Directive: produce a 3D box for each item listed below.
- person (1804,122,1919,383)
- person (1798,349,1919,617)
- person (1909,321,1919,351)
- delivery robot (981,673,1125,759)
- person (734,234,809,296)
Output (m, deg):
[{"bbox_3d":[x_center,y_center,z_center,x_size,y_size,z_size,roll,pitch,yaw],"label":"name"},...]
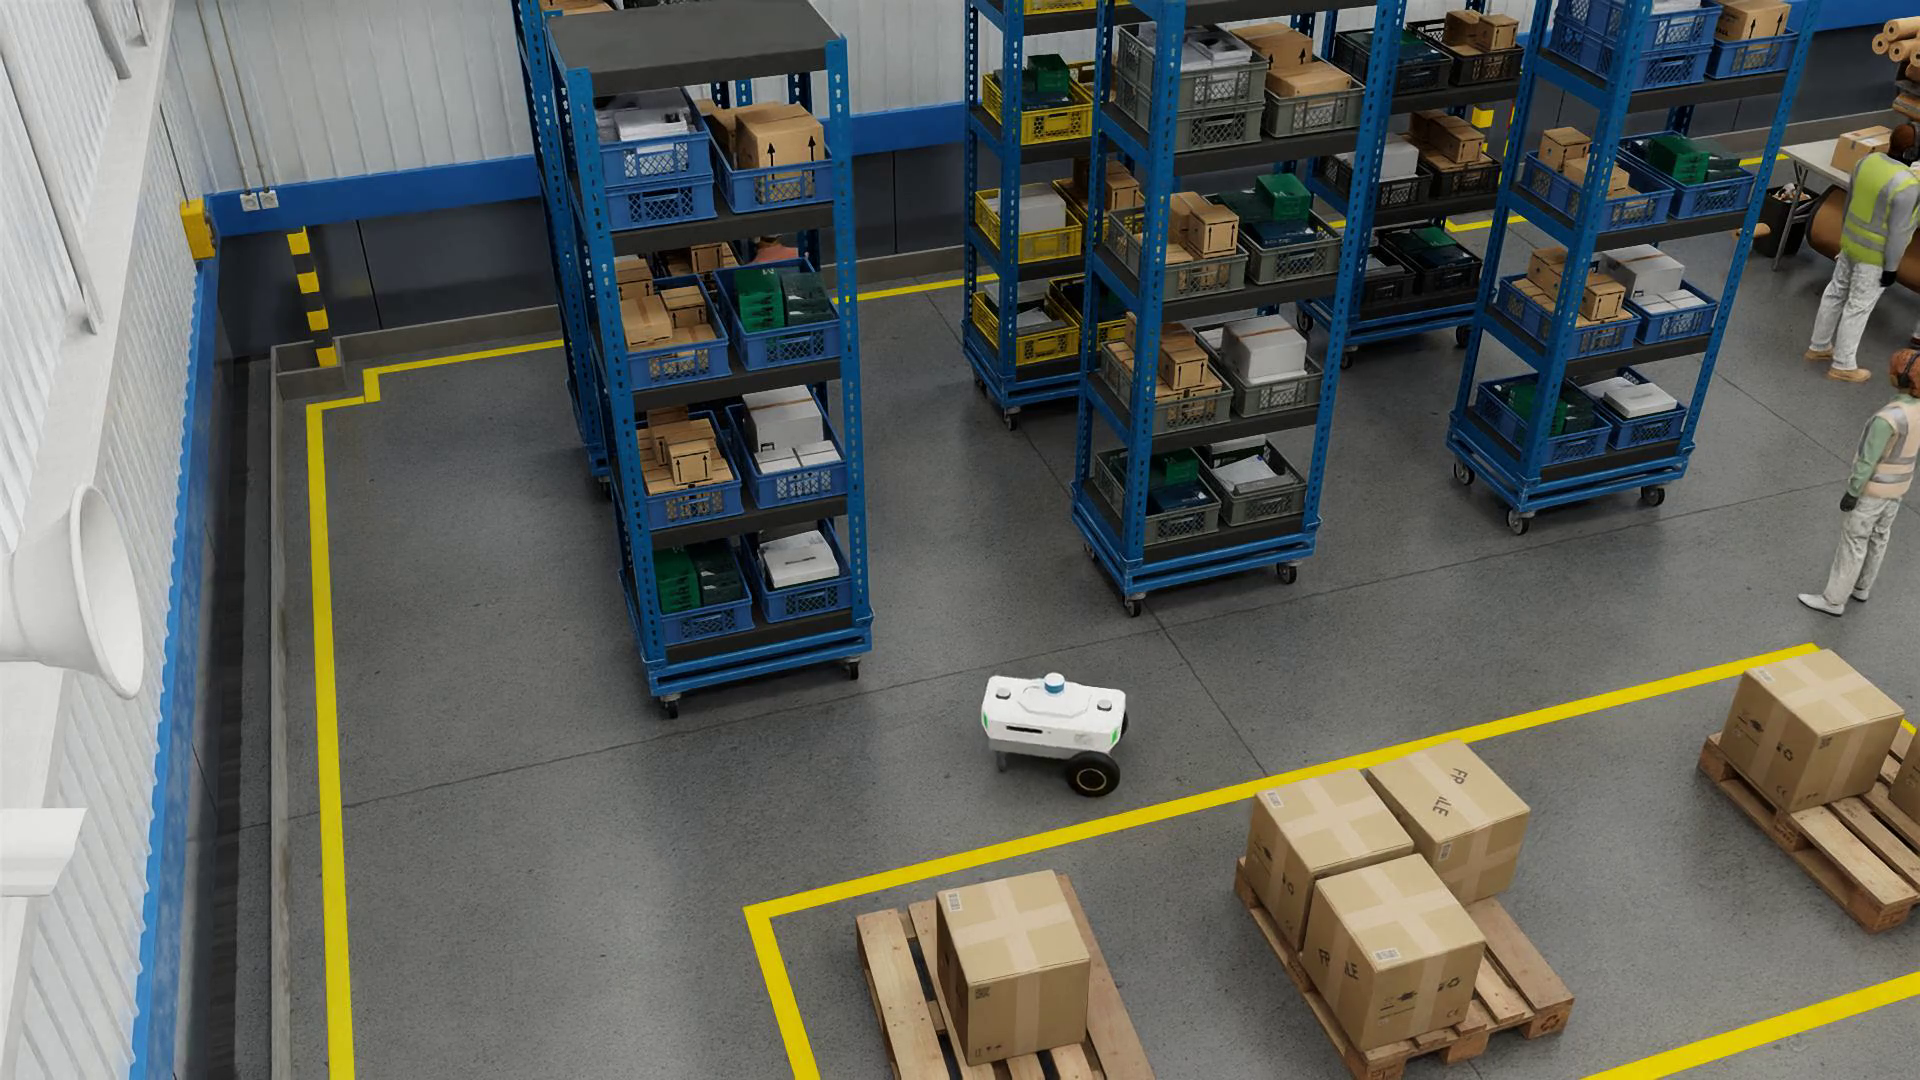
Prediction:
[{"bbox_3d":[6.311,-1.997,11.511,0.430,1.845,0.619,-3,35,-5],"label":"person"},{"bbox_3d":[5.129,-0.311,9.301,0.520,1.632,0.315,-22,41,-28],"label":"person"},{"bbox_3d":[7.120,-2.114,11.603,0.369,1.931,0.629,5,35,7],"label":"person"},{"bbox_3d":[0.470,0.891,8.446,0.707,0.478,0.477,6,36,8],"label":"delivery robot"},{"bbox_3d":[-1.141,-1.175,10.230,0.411,1.981,0.625,29,45,35],"label":"person"}]
